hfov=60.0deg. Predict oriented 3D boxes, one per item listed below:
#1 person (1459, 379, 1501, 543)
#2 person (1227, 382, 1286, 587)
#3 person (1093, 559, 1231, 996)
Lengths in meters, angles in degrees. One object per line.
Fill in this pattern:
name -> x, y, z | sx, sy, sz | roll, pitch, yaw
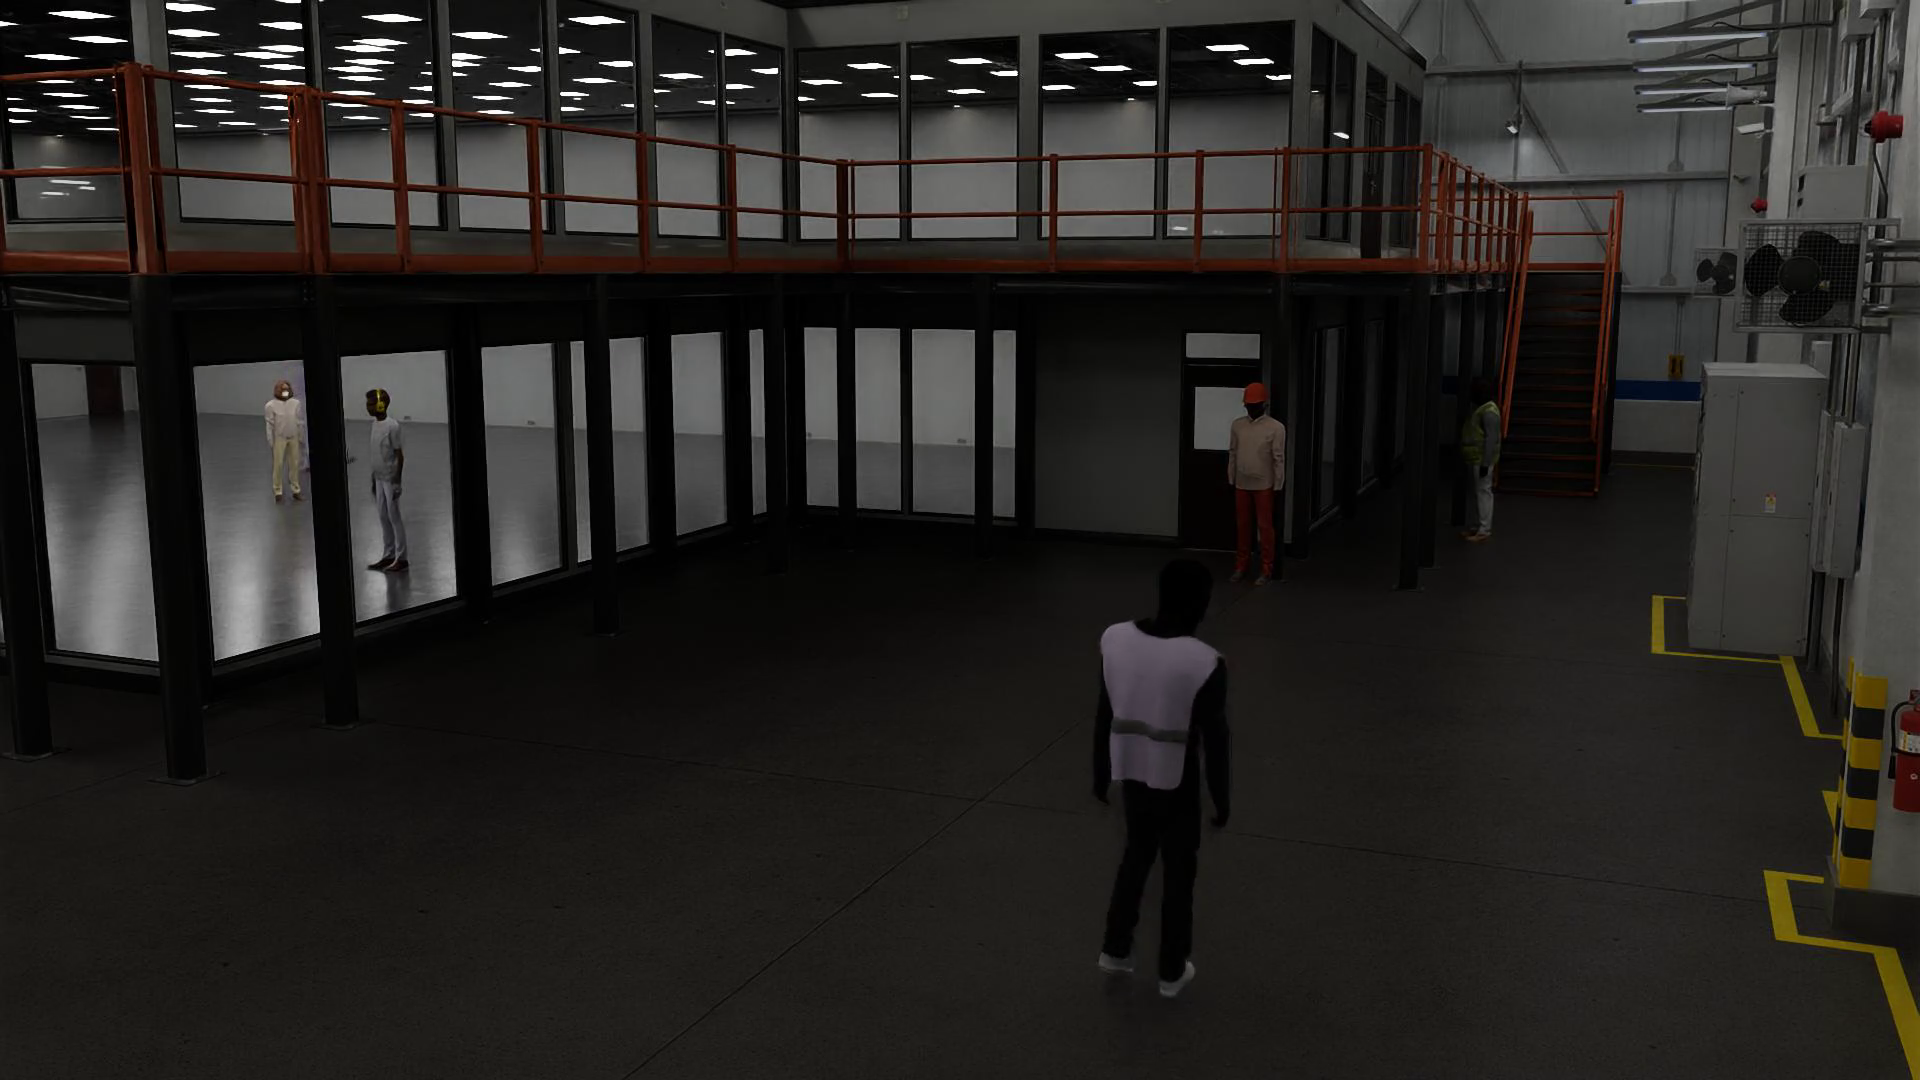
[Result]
person -> 5.854, -0.887, 18.737 | 0.429, 1.843, 0.627 | 1, 9, 8
person -> 2.861, -0.541, 16.166 | 0.612, 1.986, 0.407 | 8, 12, 41
person -> 0.846, 0.998, 6.970 | 0.633, 1.886, 0.457 | 7, 12, 38
